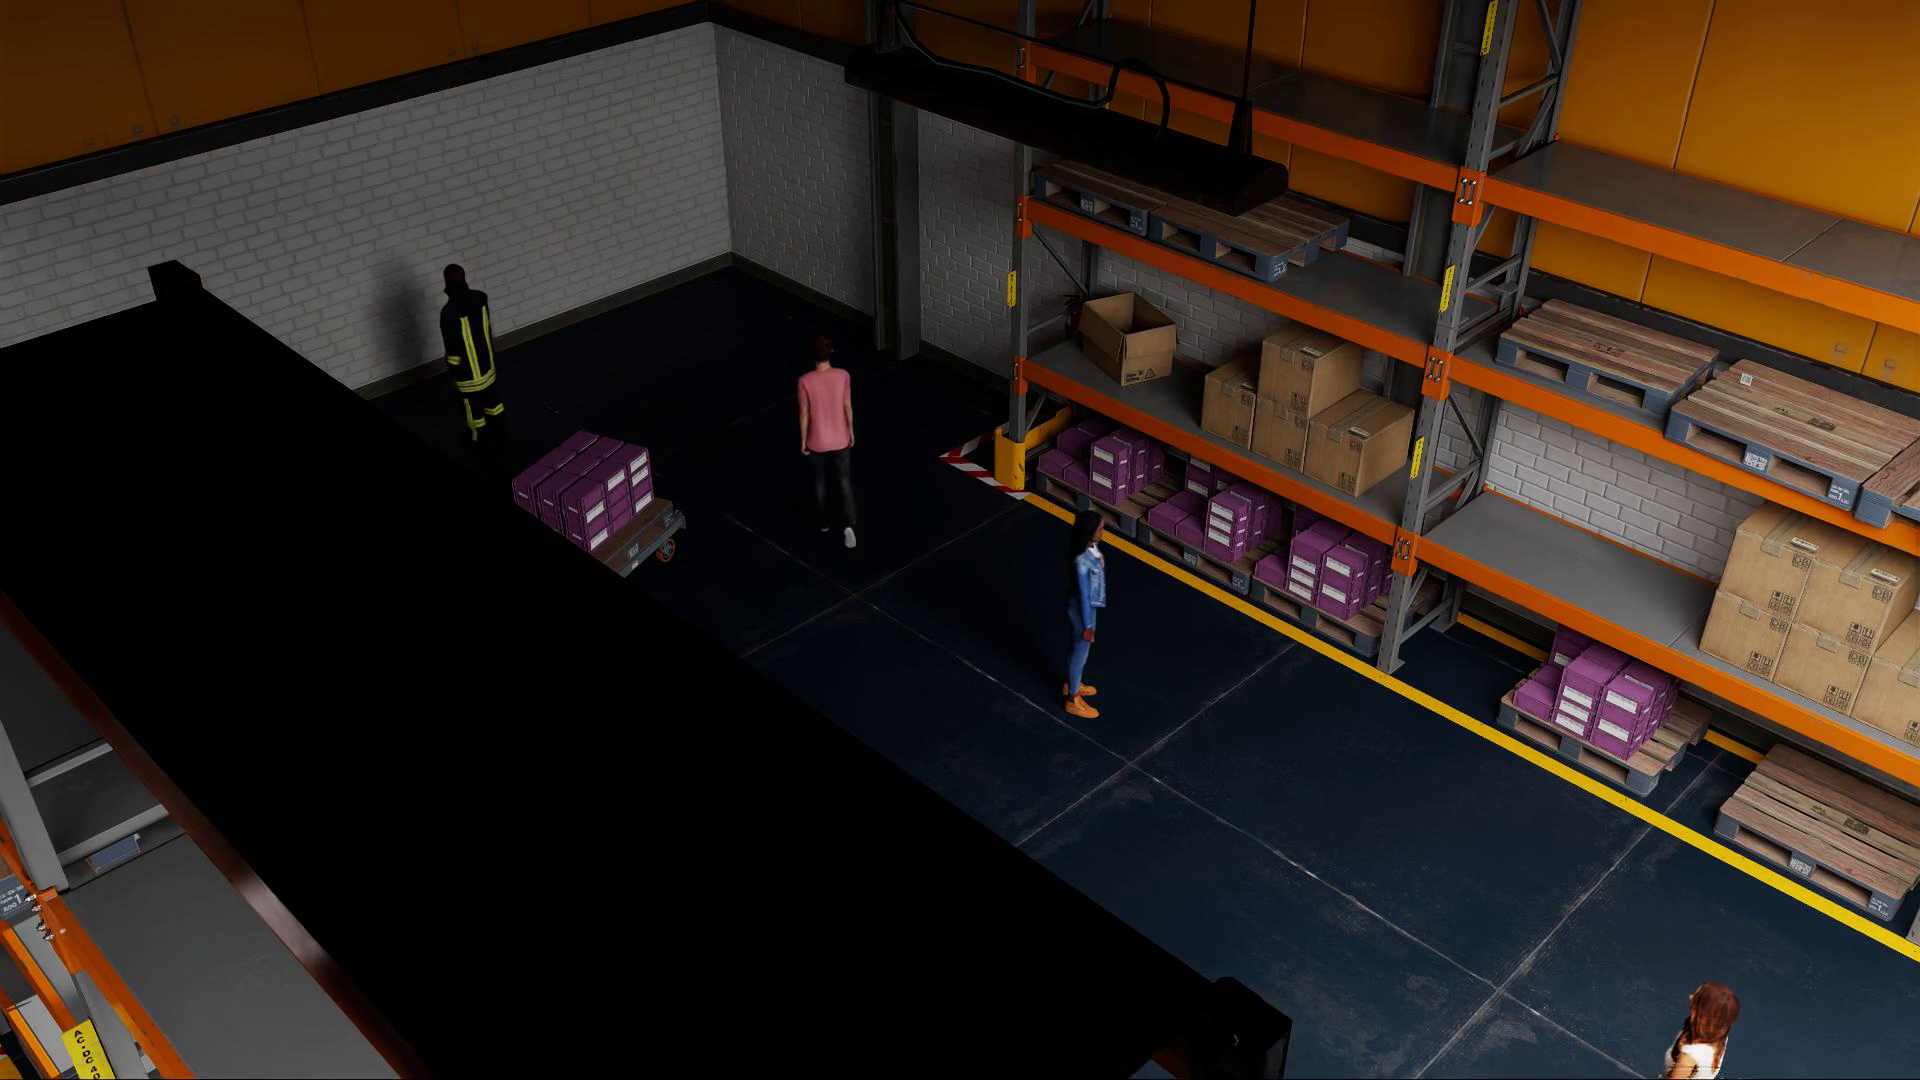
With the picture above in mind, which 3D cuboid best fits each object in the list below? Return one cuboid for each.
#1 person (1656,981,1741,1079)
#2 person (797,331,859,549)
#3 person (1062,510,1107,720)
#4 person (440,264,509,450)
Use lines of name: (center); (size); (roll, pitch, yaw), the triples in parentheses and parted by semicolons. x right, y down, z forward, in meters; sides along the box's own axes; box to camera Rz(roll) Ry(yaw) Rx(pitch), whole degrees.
person: (3.772, 2.987, 8.537); (1.153, 1.735, 0.693); (24, 41, 32)
person: (-1.105, -0.807, 14.059); (0.952, 1.940, 1.166); (-10, 35, -15)
person: (0.898, 0.520, 12.267); (0.720, 1.715, 0.673); (2, 34, 3)
person: (-4.579, -1.745, 15.577); (0.776, 1.821, 0.817); (17, 37, 24)
